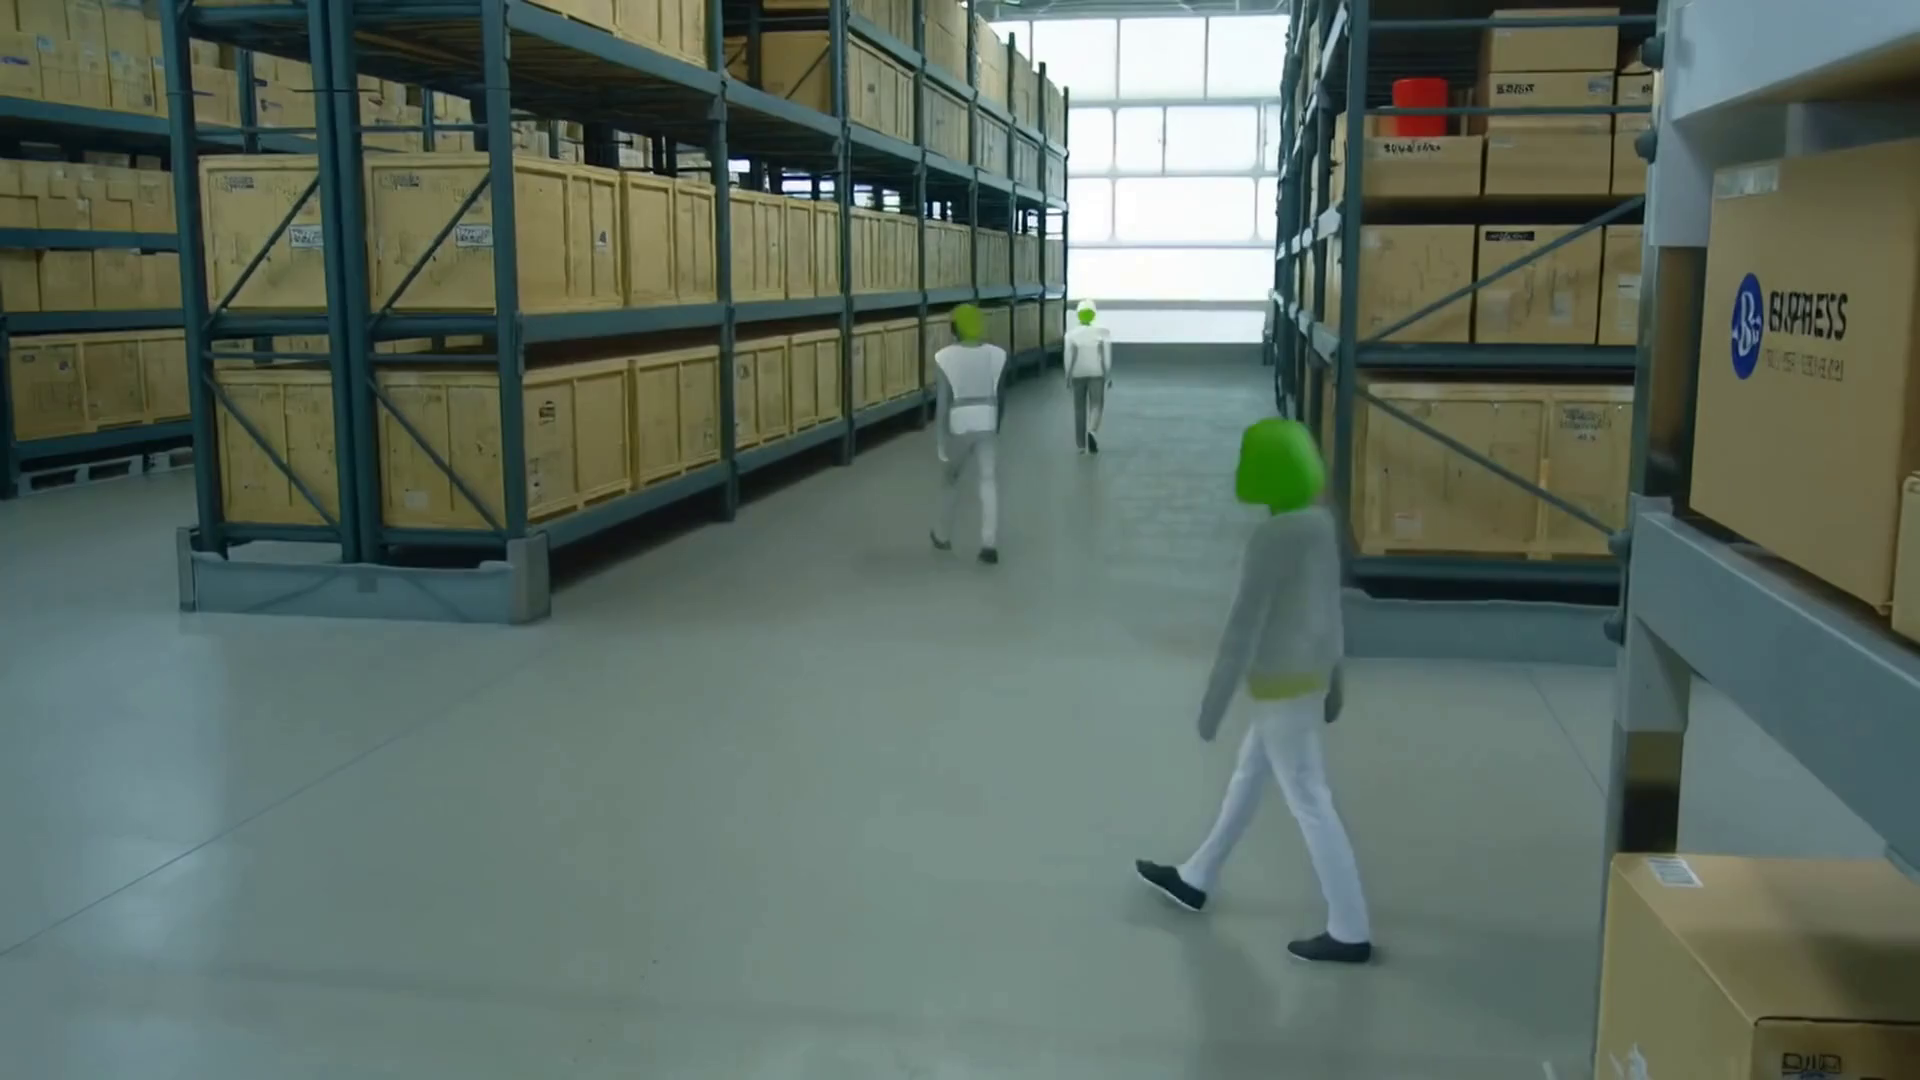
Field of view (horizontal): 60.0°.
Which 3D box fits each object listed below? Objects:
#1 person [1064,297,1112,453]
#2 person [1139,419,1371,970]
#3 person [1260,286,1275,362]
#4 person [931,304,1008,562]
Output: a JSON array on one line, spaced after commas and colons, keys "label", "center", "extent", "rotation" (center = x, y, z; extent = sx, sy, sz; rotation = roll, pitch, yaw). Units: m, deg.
[{"label": "person", "center": [1.406, -1.807, 18.400], "extent": [0.534, 1.744, 0.626], "rotation": [2, 9, 10]}, {"label": "person", "center": [0.884, 0.438, 4.935], "extent": [0.839, 1.582, 0.524], "rotation": [6, 11, 34]}, {"label": "person", "center": [7.025, -4.841, 37.321], "extent": [0.494, 1.712, 0.578], "rotation": [-2, 9, -10]}, {"label": "person", "center": [0.057, -0.768, 11.812], "extent": [0.580, 1.792, 0.947], "rotation": [-3, 10, -17]}]
